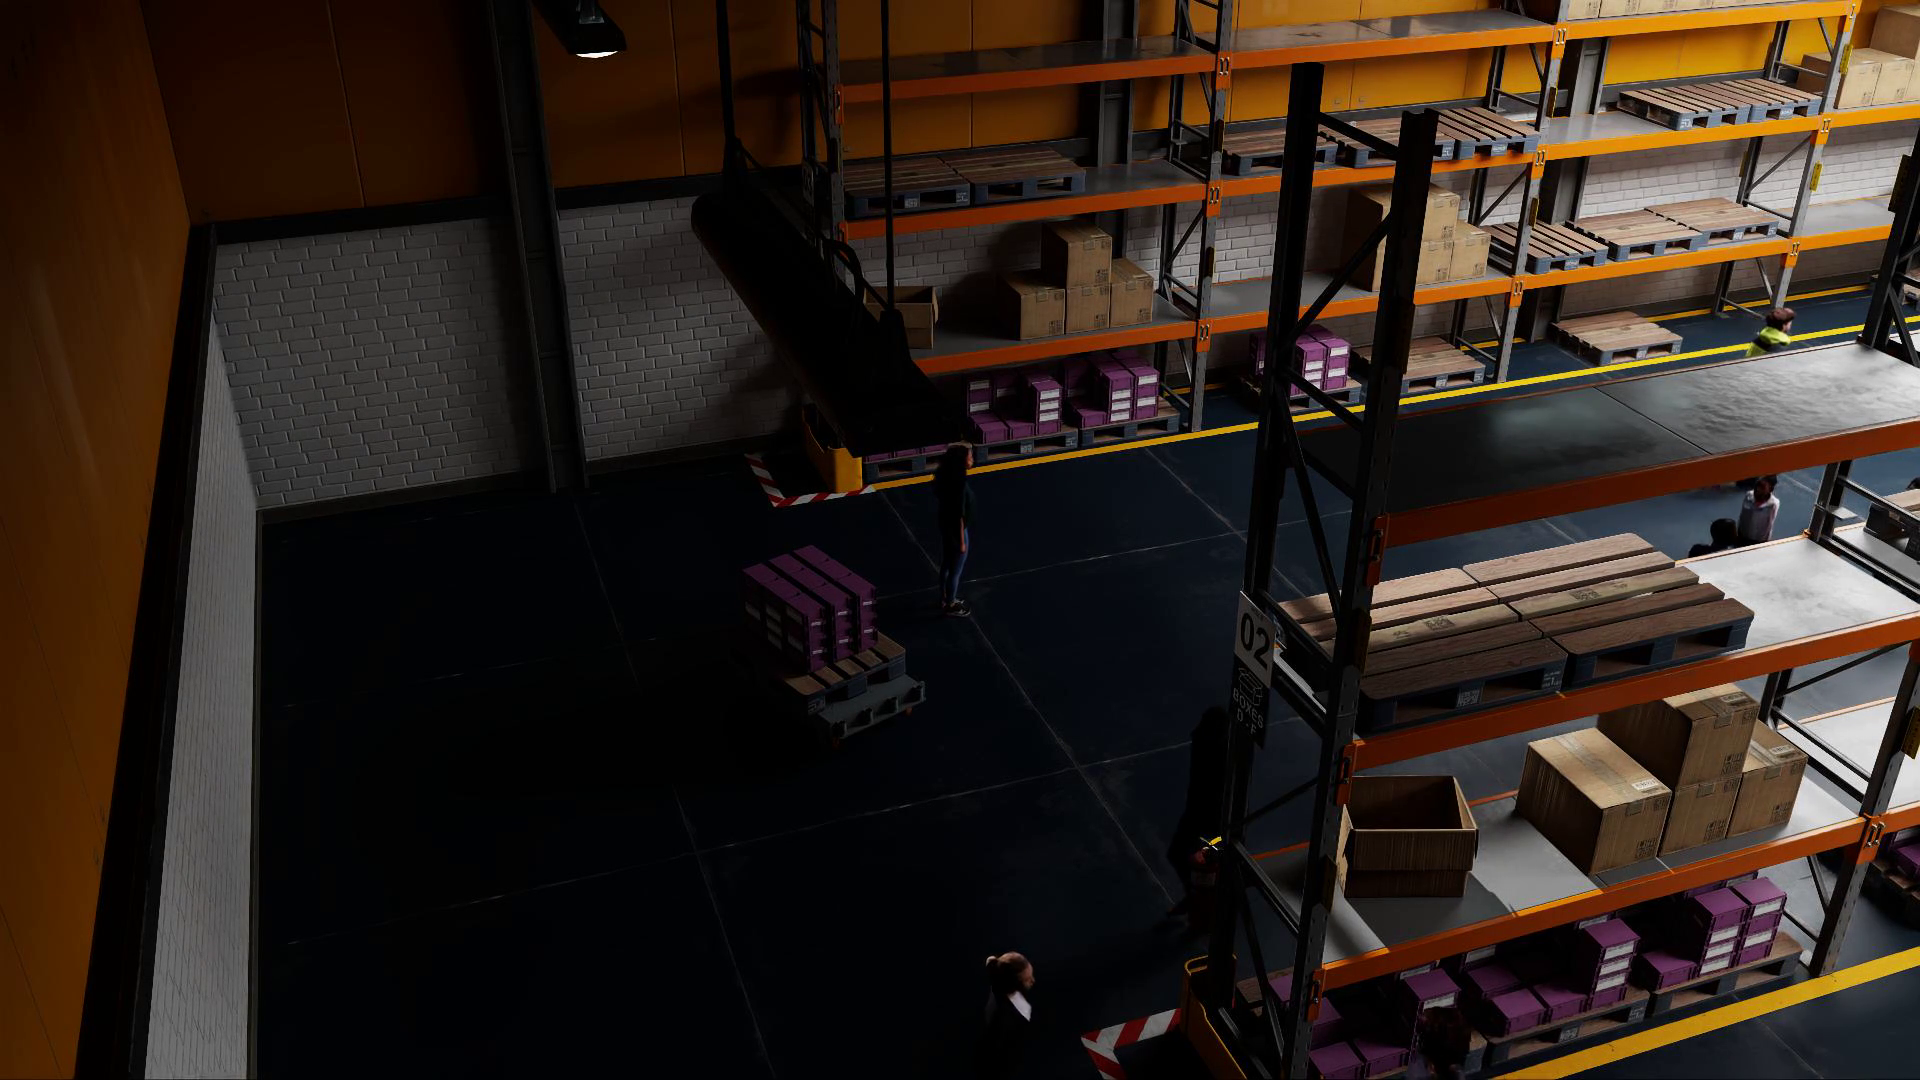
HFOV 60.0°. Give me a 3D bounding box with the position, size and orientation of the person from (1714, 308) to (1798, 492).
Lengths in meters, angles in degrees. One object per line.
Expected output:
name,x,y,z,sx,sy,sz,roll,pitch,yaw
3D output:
person,7.913,-1.359,16.586,1.103,1.963,0.901,-4,29,-8

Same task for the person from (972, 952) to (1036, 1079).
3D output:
person,0.146,2.873,9.128,0.939,1.676,0.831,2,29,4

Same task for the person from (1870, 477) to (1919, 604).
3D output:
person,8.099,0.185,14.170,0.978,1.566,0.713,-13,31,-22

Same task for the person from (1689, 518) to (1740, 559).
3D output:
person,5.711,0.659,13.050,0.718,1.808,0.767,-4,29,-7

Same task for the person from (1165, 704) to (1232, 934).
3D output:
person,1.731,1.819,10.929,0.702,1.802,0.724,-13,31,-23

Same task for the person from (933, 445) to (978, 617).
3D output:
person,-0.055,-0.091,14.629,0.575,1.612,0.597,-9,30,-16

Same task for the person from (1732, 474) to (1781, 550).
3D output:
person,7.173,-0.053,14.947,0.933,1.240,0.668,-20,34,-32

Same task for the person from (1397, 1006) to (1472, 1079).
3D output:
person,2.549,3.122,8.683,1.184,1.666,0.760,-4,29,-8
